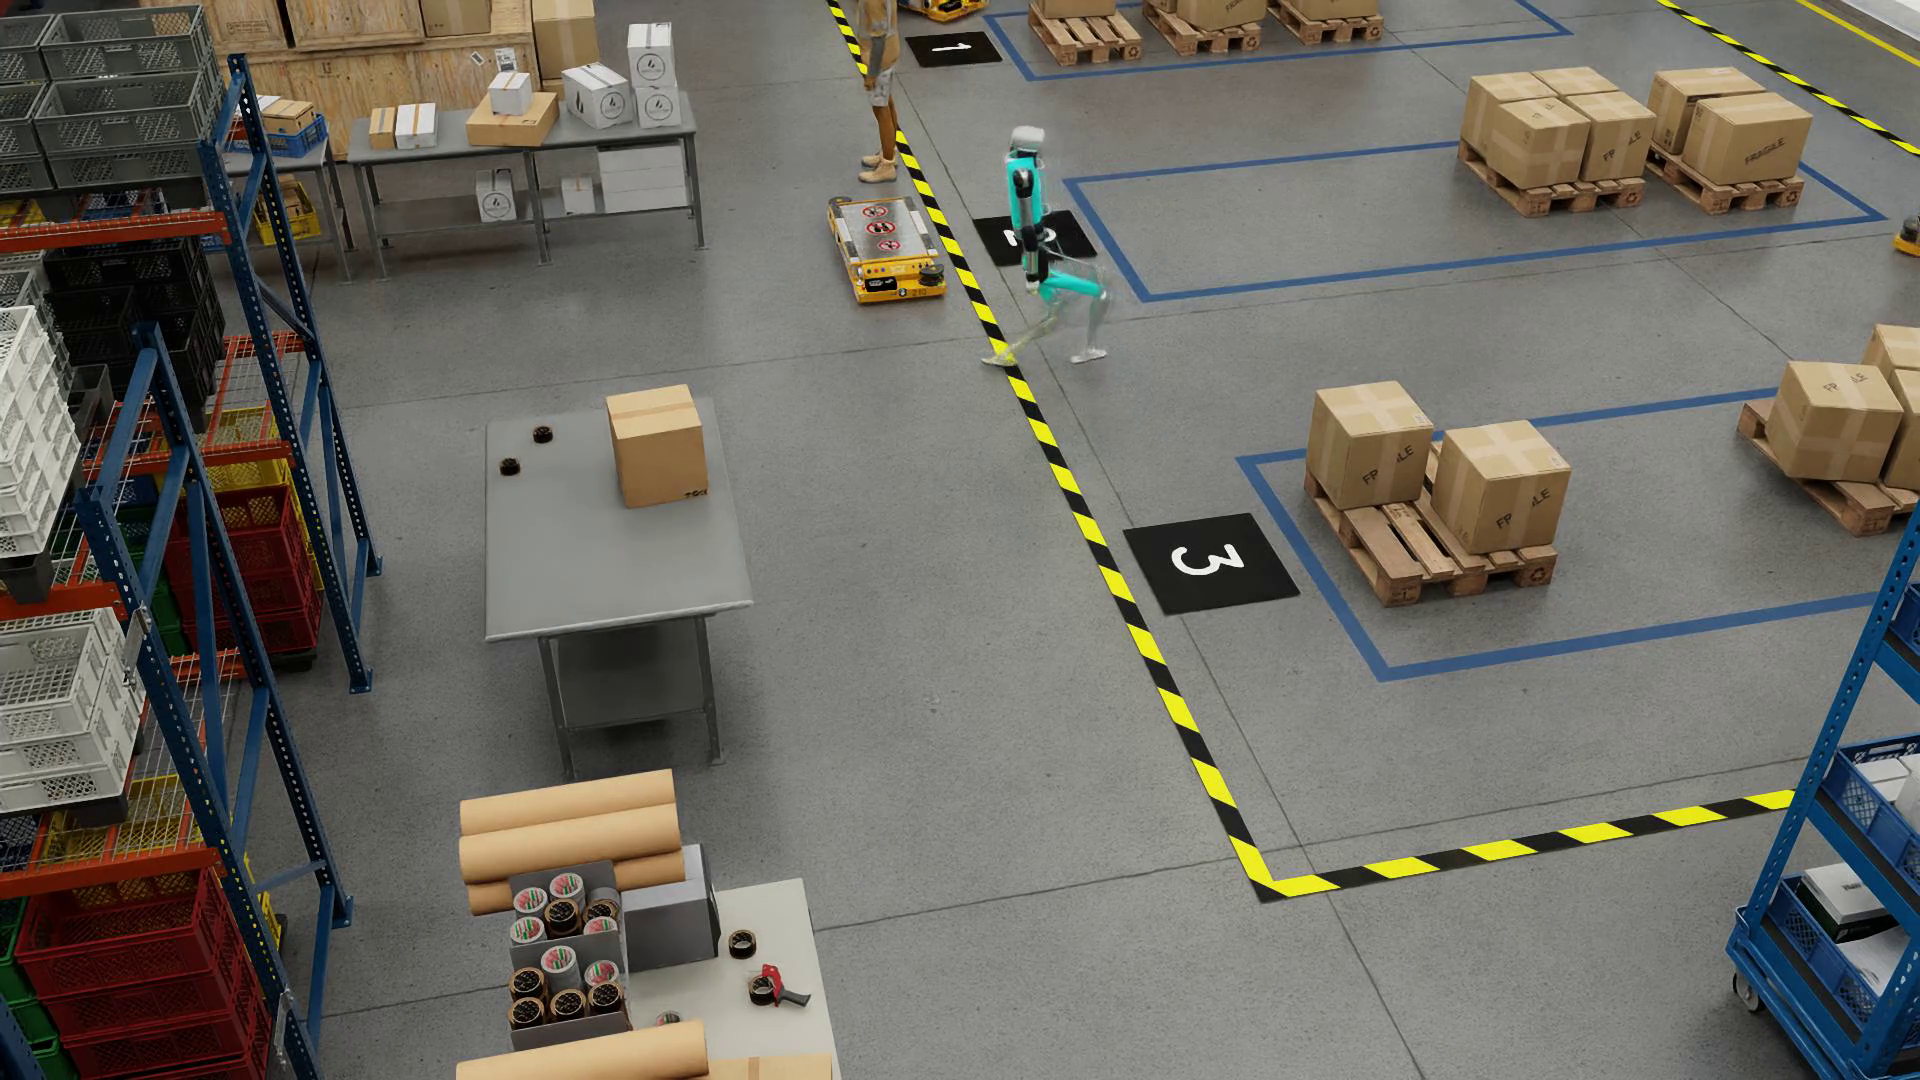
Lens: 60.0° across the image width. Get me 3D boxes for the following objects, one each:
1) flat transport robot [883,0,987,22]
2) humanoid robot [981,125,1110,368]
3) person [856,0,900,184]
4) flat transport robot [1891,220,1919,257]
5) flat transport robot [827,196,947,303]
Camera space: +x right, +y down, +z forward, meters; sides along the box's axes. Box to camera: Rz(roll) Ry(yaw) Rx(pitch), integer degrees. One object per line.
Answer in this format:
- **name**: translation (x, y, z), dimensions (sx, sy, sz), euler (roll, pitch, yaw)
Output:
- **flat transport robot**: translation (-0.467, -5.693, 17.182), dimensions (1.431, 0.197, 0.652), euler (29, 45, 33)
- **humanoid robot**: translation (0.664, -1.839, 10.844), dimensions (1.038, 1.769, 0.539), euler (-1, 37, -1)
- **person**: translation (-0.679, -3.843, 13.242), dimensions (0.388, 2.034, 0.604), euler (3, 37, 4)
- **flat transport robot**: translation (7.824, -2.125, 12.387), dimensions (0.652, 0.197, 1.431), euler (-28, 45, -32)
- **flat transport robot**: translation (-0.570, -2.220, 12.538), dimensions (0.659, 0.231, 1.431), euler (-8, 37, -10)
